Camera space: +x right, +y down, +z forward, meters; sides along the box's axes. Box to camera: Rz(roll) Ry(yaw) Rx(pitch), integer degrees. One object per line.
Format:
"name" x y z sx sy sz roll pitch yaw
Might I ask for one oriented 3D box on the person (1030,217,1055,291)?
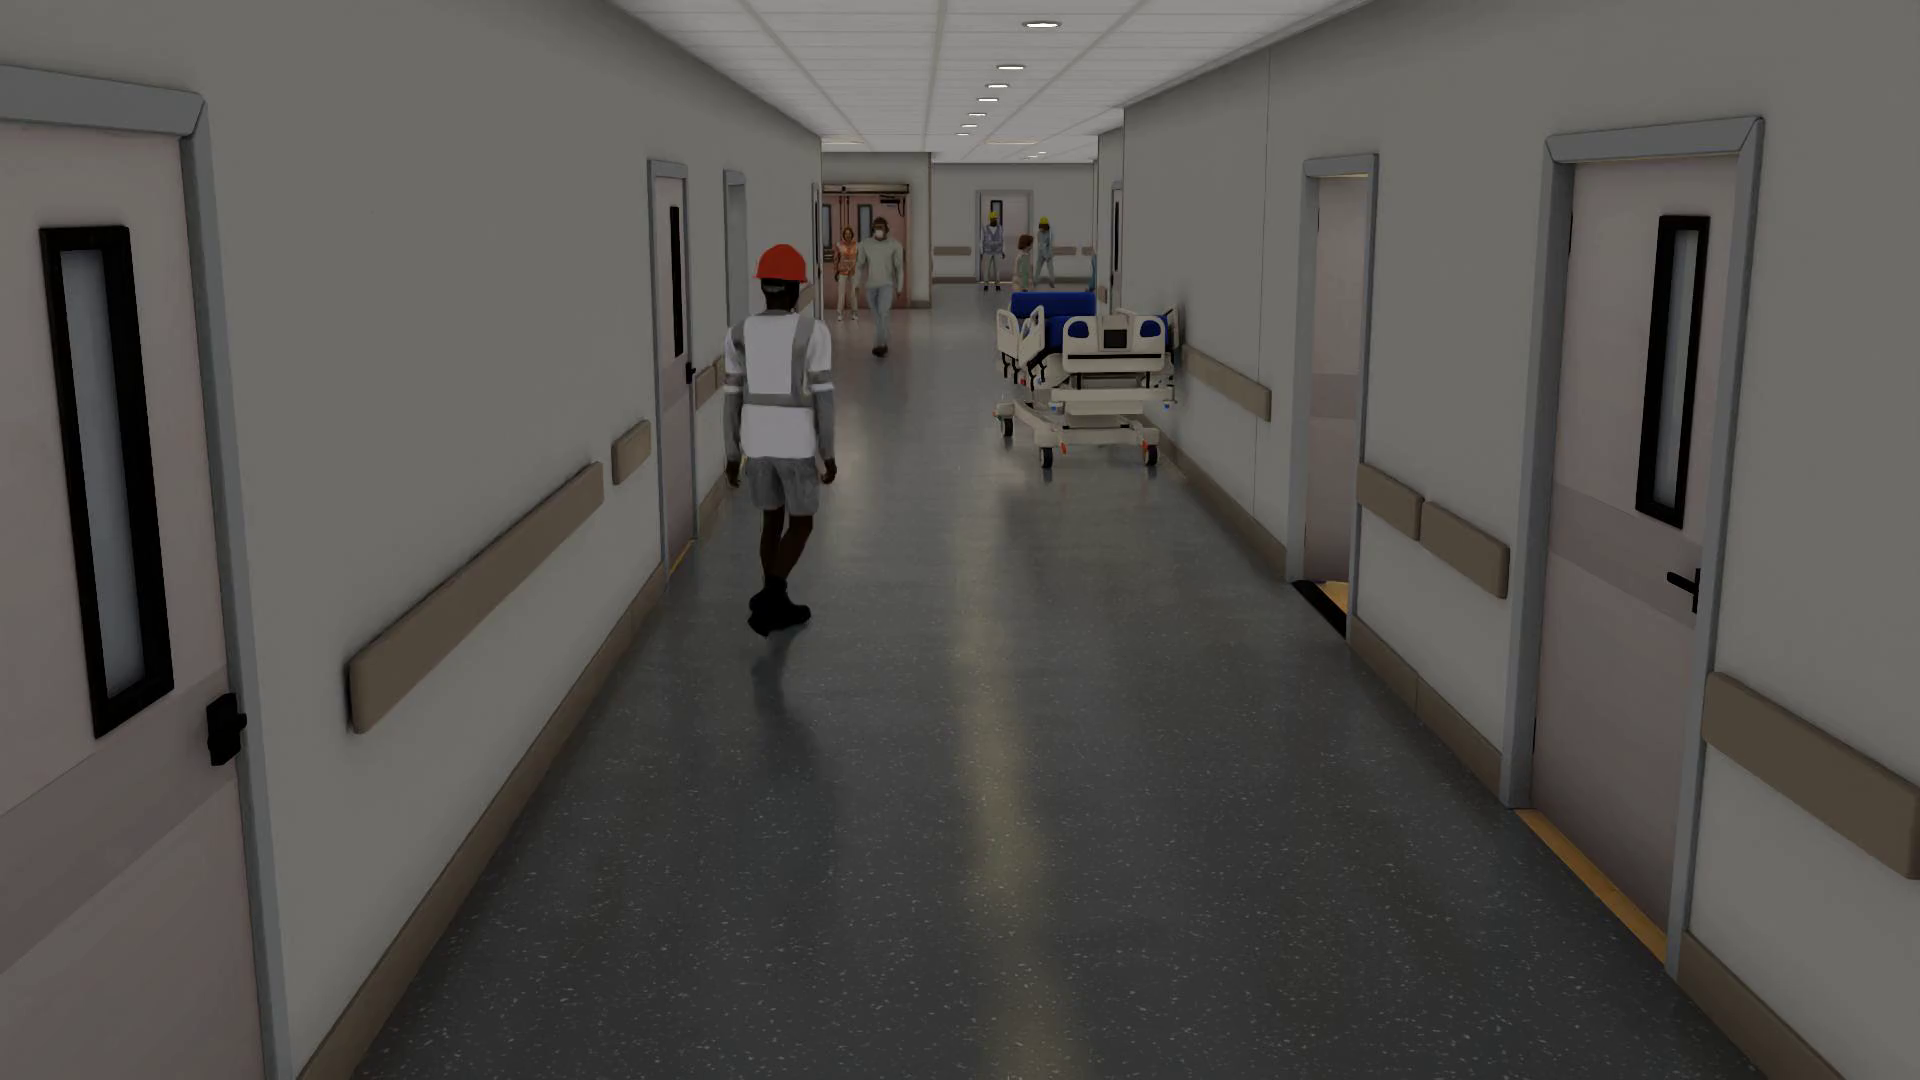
"person" 1.906 -6.565 38.313 0.499 1.691 0.901 10 15 39

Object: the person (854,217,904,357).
"person" -1.105 -3.453 22.717 0.634 1.887 1.006 3 12 16

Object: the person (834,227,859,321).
"person" -1.966 -4.684 29.305 0.523 1.638 0.311 -3 12 -12

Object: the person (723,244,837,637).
"person" -0.902 -0.452 8.003 0.567 1.920 0.703 4 12 19

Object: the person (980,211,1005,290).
"person" 0.764 -6.759 38.925 0.600 1.835 0.404 -1 12 -7

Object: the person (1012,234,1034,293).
"person" 0.923 -3.637 24.245 0.337 1.624 0.552 0 12 0
